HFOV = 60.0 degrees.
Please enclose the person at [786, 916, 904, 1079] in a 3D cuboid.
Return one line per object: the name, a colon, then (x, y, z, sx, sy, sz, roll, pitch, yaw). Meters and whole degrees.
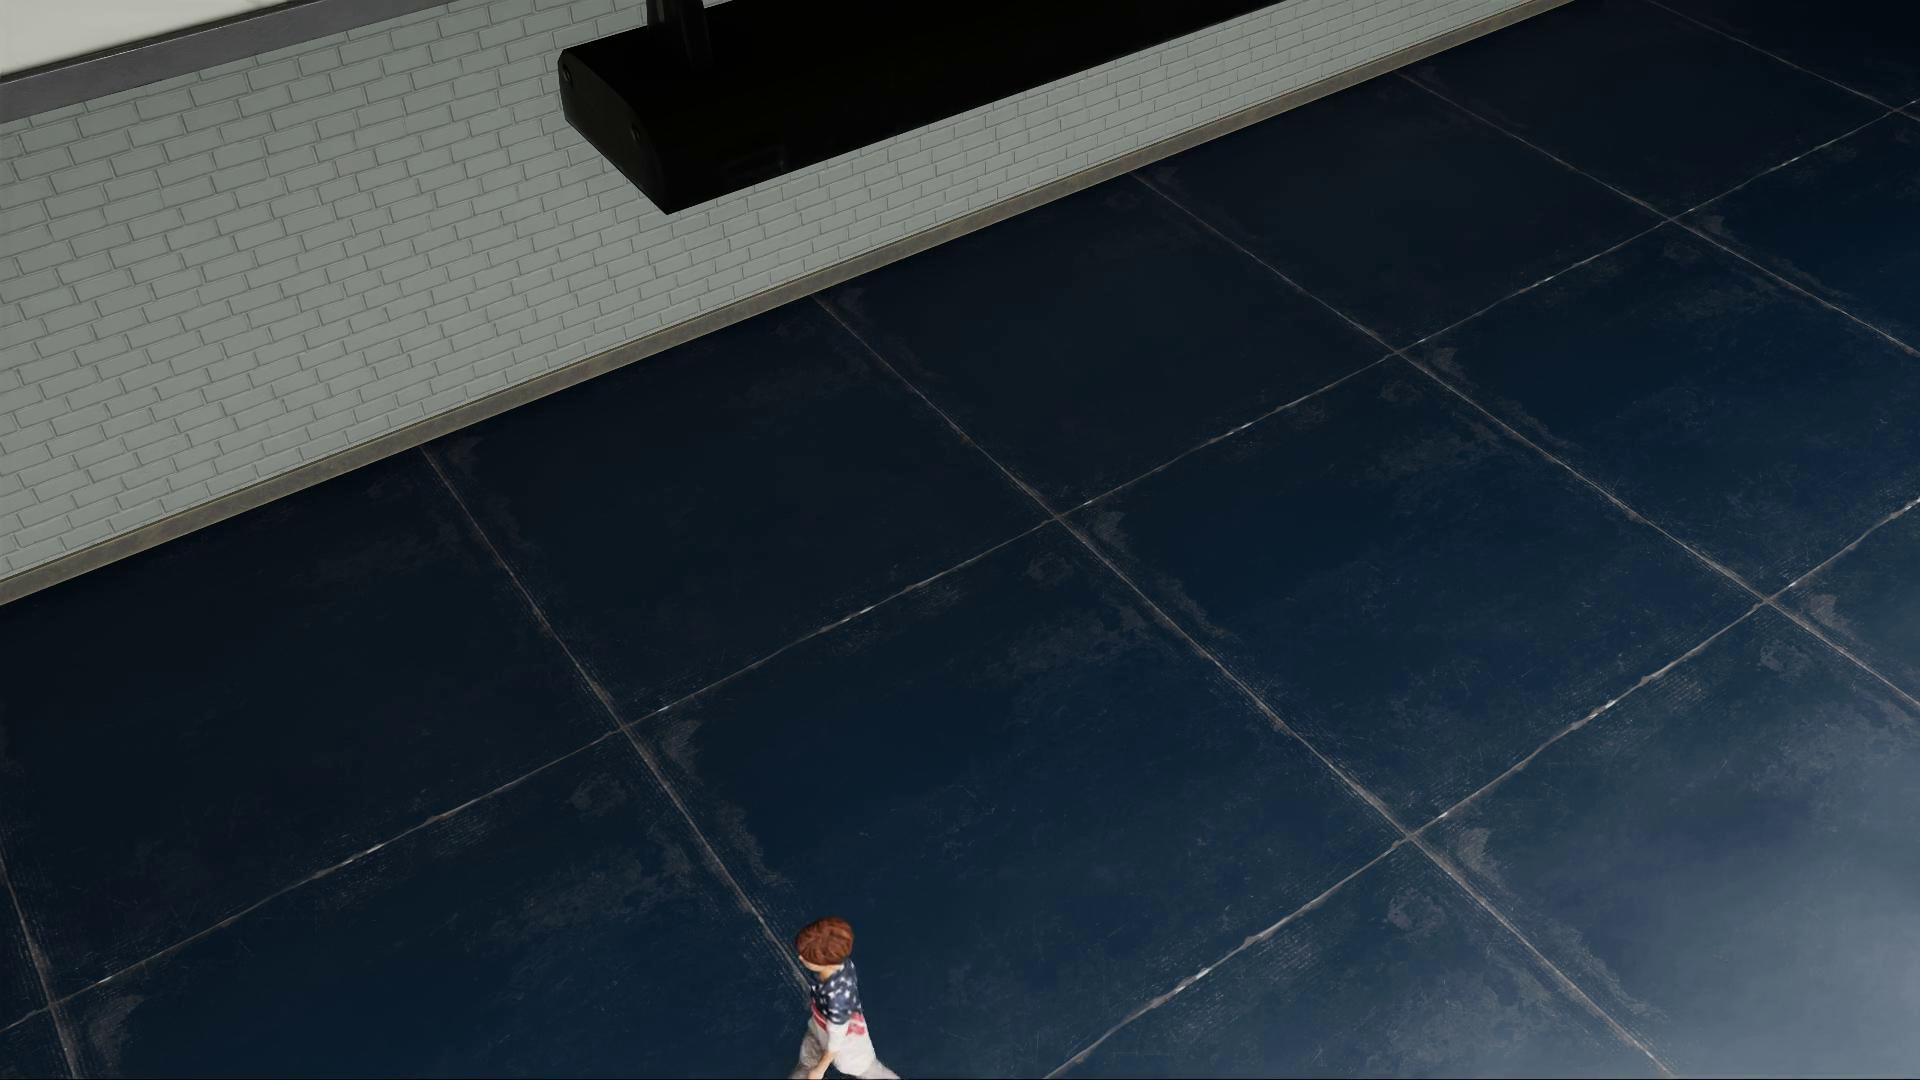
person: (-0.431, 2.058, 7.014, 0.804, 1.396, 0.960, -10, 44, -11)
